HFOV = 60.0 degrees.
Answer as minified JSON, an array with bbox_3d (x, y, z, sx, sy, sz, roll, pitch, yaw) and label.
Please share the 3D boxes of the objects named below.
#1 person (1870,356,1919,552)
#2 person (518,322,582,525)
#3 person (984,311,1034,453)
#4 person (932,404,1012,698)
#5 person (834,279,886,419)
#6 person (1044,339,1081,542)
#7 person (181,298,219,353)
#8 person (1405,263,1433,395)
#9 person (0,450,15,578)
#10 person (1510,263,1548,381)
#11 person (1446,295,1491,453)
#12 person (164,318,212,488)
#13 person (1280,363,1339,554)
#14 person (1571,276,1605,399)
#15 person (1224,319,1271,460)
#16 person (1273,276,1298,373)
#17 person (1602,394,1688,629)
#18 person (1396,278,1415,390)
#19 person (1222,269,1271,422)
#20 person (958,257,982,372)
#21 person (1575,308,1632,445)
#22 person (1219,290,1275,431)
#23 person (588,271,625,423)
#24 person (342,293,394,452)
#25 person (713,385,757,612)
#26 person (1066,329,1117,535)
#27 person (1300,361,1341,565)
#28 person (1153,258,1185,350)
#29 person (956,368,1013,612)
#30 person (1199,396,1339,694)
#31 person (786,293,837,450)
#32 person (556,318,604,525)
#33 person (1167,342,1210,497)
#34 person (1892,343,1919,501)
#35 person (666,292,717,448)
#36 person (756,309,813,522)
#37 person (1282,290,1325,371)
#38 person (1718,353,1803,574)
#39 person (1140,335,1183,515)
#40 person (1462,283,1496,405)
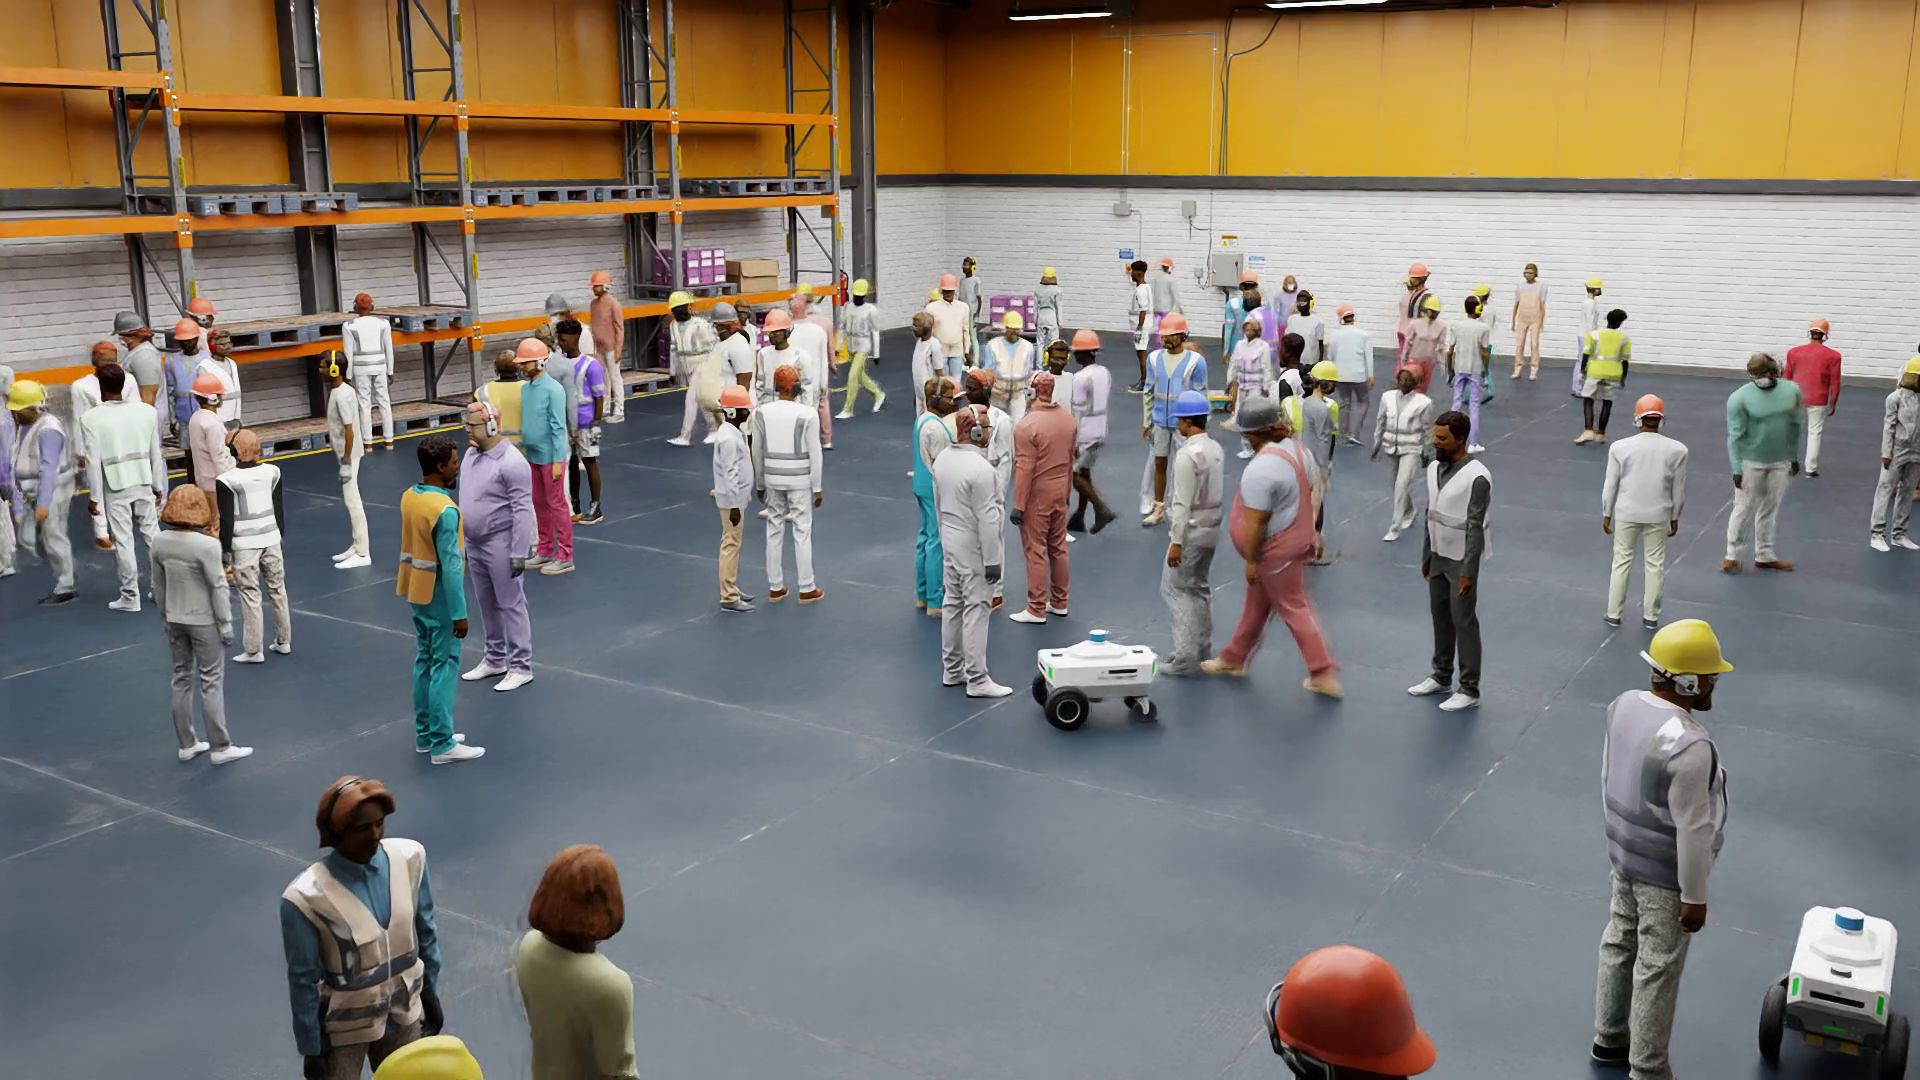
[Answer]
[{"bbox_3d":[8.414,-0.765,14.773,0.483,1.745,0.299,-3,13,-12],"label":"person"},{"bbox_3d":[-3.890,-1.083,15.735,0.630,1.934,0.369,4,14,17],"label":"person"},{"bbox_3d":[0.545,-1.670,18.604,0.585,1.792,0.922,-1,13,-6],"label":"person"},{"bbox_3d":[0.089,0.067,10.805,0.406,1.911,0.639,-7,15,-29],"label":"person"},{"bbox_3d":[-1.309,-2.593,22.409,0.614,1.882,0.922,12,18,43],"label":"person"},{"bbox_3d":[0.856,-0.884,15.031,0.519,1.865,0.327,-8,15,-30],"label":"person"},{"bbox_3d":[-8.052,-1.585,17.784,0.623,1.991,0.395,11,17,40],"label":"person"},{"bbox_3d":[6.287,-2.793,22.939,0.409,2.037,0.610,0,13,0],"label":"person"},{"bbox_3d":[-8.073,-0.442,13.633,0.536,1.615,0.509,9,16,33],"label":"person"},{"bbox_3d":[8.925,-3.422,26.105,0.519,1.835,0.351,8,15,33],"label":"person"},{"bbox_3d":[6.022,-1.964,19.714,0.514,1.865,0.327,9,16,34],"label":"person"},{"bbox_3d":[-7.489,-1.211,16.307,0.546,1.928,0.380,-1,13,-5],"label":"person"},{"bbox_3d":[3.052,-0.717,14.669,0.535,1.698,0.318,6,14,23],"label":"person"},{"bbox_3d":[9.144,-2.943,24.174,0.326,1.767,0.533,3,13,12],"label":"person"},{"bbox_3d":[3.304,-1.744,19.300,0.582,1.626,0.534,-9,16,-34],"label":"person"},{"bbox_3d":[5.258,-3.419,26.609,0.519,1.583,0.850,0,13,1],"label":"person"},{"bbox_3d":[5.068,-0.211,12.369,0.565,1.744,0.351,3,13,14],"label":"person"},{"bbox_3d":[6.707,-3.068,24.759,0.380,1.754,0.525,-4,14,-18],"label":"person"},{"bbox_3d":[3.696,-2.471,21.520,0.616,2.041,0.379,-1,13,-6],"label":"person"},{"bbox_3d":[0.127,-3.650,27.012,0.513,1.873,0.328,12,18,43],"label":"person"},{"bbox_3d":[7.825,-1.966,20.165,0.589,1.658,0.570,3,13,14],"label":"person"},{"bbox_3d":[3.709,-2.276,21.223,0.730,1.807,0.649,8,15,32],"label":"person"},{"bbox_3d":[-4.670,-2.538,21.914,0.612,1.995,0.393,11,17,41],"label":"person"},{"bbox_3d":[-7.027,-1.992,19.797,0.573,1.883,0.356,-9,16,-34],"label":"person"},{"bbox_3d":[-1.725,-0.329,12.863,0.343,1.749,0.573,-2,13,-7],"label":"person"},{"bbox_3d":[1.179,-0.982,15.320,0.664,1.922,0.564,10,16,36],"label":"person"},{"bbox_3d":[3.068,-0.660,14.285,0.340,1.760,0.526,-1,13,-4],"label":"person"},{"bbox_3d":[3.660,-4.057,29.101,0.582,1.724,0.606,-6,14,-23],"label":"person"},{"bbox_3d":[0.154,-0.382,12.811,0.356,1.883,0.572,-11,17,-40],"label":"person"},{"bbox_3d":[2.093,-0.018,10.882,0.981,2.000,0.752,7,15,27],"label":"person"},{"bbox_3d":[-1.766,-2.009,19.896,0.869,1.877,0.580,-11,17,-40],"label":"person"},{"bbox_3d":[-3.660,-1.130,15.868,0.617,1.964,0.361,8,15,31],"label":"person"},{"bbox_3d":[2.361,-1.218,17.054,0.577,1.600,0.529,-1,13,-2],"label":"person"},{"bbox_3d":[9.758,-1.233,16.933,0.319,1.688,0.538,-6,14,-23],"label":"person"},{"bbox_3d":[-3.253,-2.056,20.091,0.620,1.864,0.952,11,17,41],"label":"person"},{"bbox_3d":[-1.709,-1.186,15.945,0.615,2.041,0.392,7,15,28],"label":"person"},{"bbox_3d":[4.216,-2.145,20.485,0.534,1.869,0.315,9,16,34],"label":"person"},{"bbox_3d":[6.739,-0.632,13.897,0.770,1.896,0.368,-2,13,-8],"label":"person"},{"bbox_3d":[2.004,-1.155,16.248,0.513,1.850,0.468,4,14,19],"label":"person"},{"bbox_3d":[7.274,-2.751,23.374,0.557,1.739,0.393,-9,16,-33],"label":"person"}]
